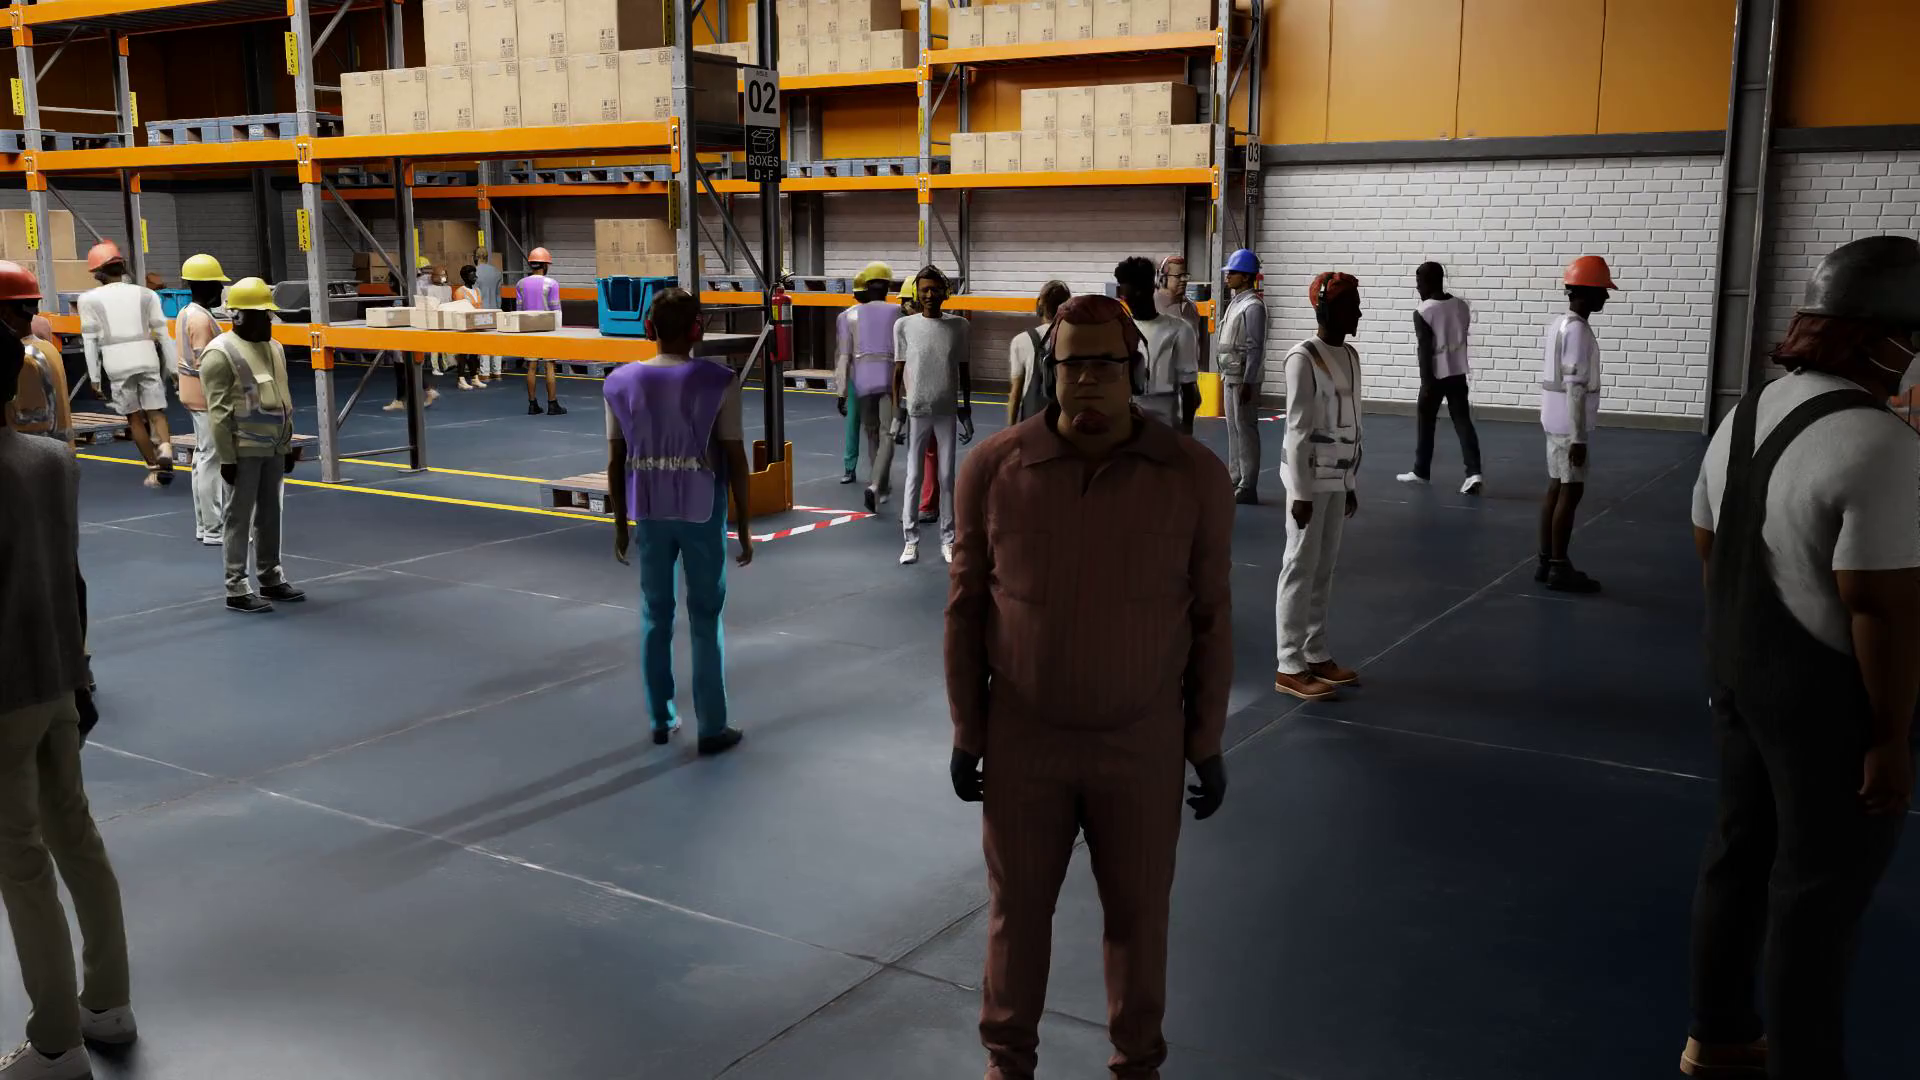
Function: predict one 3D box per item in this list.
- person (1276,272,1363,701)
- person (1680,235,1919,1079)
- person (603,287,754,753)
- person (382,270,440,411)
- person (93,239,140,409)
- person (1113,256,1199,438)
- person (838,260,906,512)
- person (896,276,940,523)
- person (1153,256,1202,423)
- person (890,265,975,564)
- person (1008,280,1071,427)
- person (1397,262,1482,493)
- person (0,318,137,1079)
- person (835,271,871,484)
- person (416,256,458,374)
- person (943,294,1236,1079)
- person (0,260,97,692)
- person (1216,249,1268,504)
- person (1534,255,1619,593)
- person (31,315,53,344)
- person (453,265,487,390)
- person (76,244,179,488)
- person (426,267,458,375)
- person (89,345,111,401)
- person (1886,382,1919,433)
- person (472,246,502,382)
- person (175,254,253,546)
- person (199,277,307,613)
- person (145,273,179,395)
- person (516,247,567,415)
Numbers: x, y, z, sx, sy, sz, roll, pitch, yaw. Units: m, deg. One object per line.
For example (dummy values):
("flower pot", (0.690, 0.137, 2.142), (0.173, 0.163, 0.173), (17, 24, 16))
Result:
("person", (1.619, -0.242, 7.420), (0.362, 1.880, 0.576), (7, 13, 36))
("person", (1.977, 0.338, 3.760), (0.535, 2.000, 0.686), (-1, 10, -4))
("person", (-1.102, -0.069, 6.639), (0.576, 1.840, 0.507), (2, 10, 9))
("person", (-6.531, -2.358, 19.685), (0.592, 1.687, 0.543), (-4, 11, -22))
("person", (-10.187, -2.595, 20.037), (0.443, 2.034, 0.679), (-6, 12, -30))
("person", (1.092, -0.667, 9.624), (0.610, 1.937, 0.543), (6, 12, 30))
("person", (-0.611, -1.155, 12.512), (0.615, 1.881, 0.904), (1, 10, 6))
("person", (-0.299, -1.003, 11.948), (0.331, 1.768, 0.526), (1, 10, 8))
("person", (1.551, -1.124, 12.232), (0.645, 1.908, 0.408), (-9, 14, -42))
("person", (-0.172, -0.777, 10.423), (0.532, 1.865, 0.316), (-1, 10, -5))
("person", (0.542, -0.647, 9.930), (0.516, 1.796, 0.970), (3, 11, 17))
("person", (3.930, -1.313, 13.460), (0.618, 1.861, 0.985), (-4, 11, -22))
("person", (-2.251, 0.387, 3.961), (0.309, 1.868, 0.535), (1, 10, 4))
("person", (-0.774, -1.334, 13.805), (0.537, 1.763, 0.350), (0, 10, 1))
("person", (-7.986, -3.384, 25.128), (0.943, 1.783, 0.616), (6, 12, 30))
("person", (0.277, 0.424, 3.651), (0.638, 1.910, 0.407), (1, 10, 4))
("person", (-4.009, -0.225, 7.163), (0.376, 1.935, 0.550), (-3, 11, -19))
("person", (2.168, -1.256, 12.841), (0.380, 1.951, 0.605), (-1, 10, -8))
("person", (3.568, -0.671, 9.643), (0.374, 1.934, 0.553), (2, 10, 9))
("person", (-7.315, -1.181, 12.939), (0.315, 1.769, 0.525), (10, 14, 44))
("person", (-6.667, -2.886, 22.608), (0.322, 1.690, 0.537), (3, 11, 18))
("person", (-6.669, -1.378, 13.405), (0.670, 1.990, 0.798), (-8, 13, -39))
("person", (-7.793, -3.286, 24.993), (0.283, 1.625, 0.494), (5, 11, 24))
("person", (-10.840, -2.737, 21.086), (0.366, 1.936, 0.630), (7, 13, 36))
("person", (5.752, -0.586, 10.128), (0.511, 1.587, 0.912), (4, 11, 22))
("person", (-6.813, -3.231, 23.814), (0.355, 1.938, 0.637), (5, 11, 27))
("person", (-4.991, -0.925, 11.069), (0.364, 1.928, 0.586), (-6, 12, -31))
("person", (-3.858, -0.516, 9.109), (0.405, 1.823, 0.590), (2, 10, 13))
("person", (-10.452, -2.684, 21.735), (0.786, 1.584, 0.557), (1, 10, 4))
("person", (-4.849, -2.413, 19.294), (0.552, 1.932, 0.377), (3, 11, 15))
